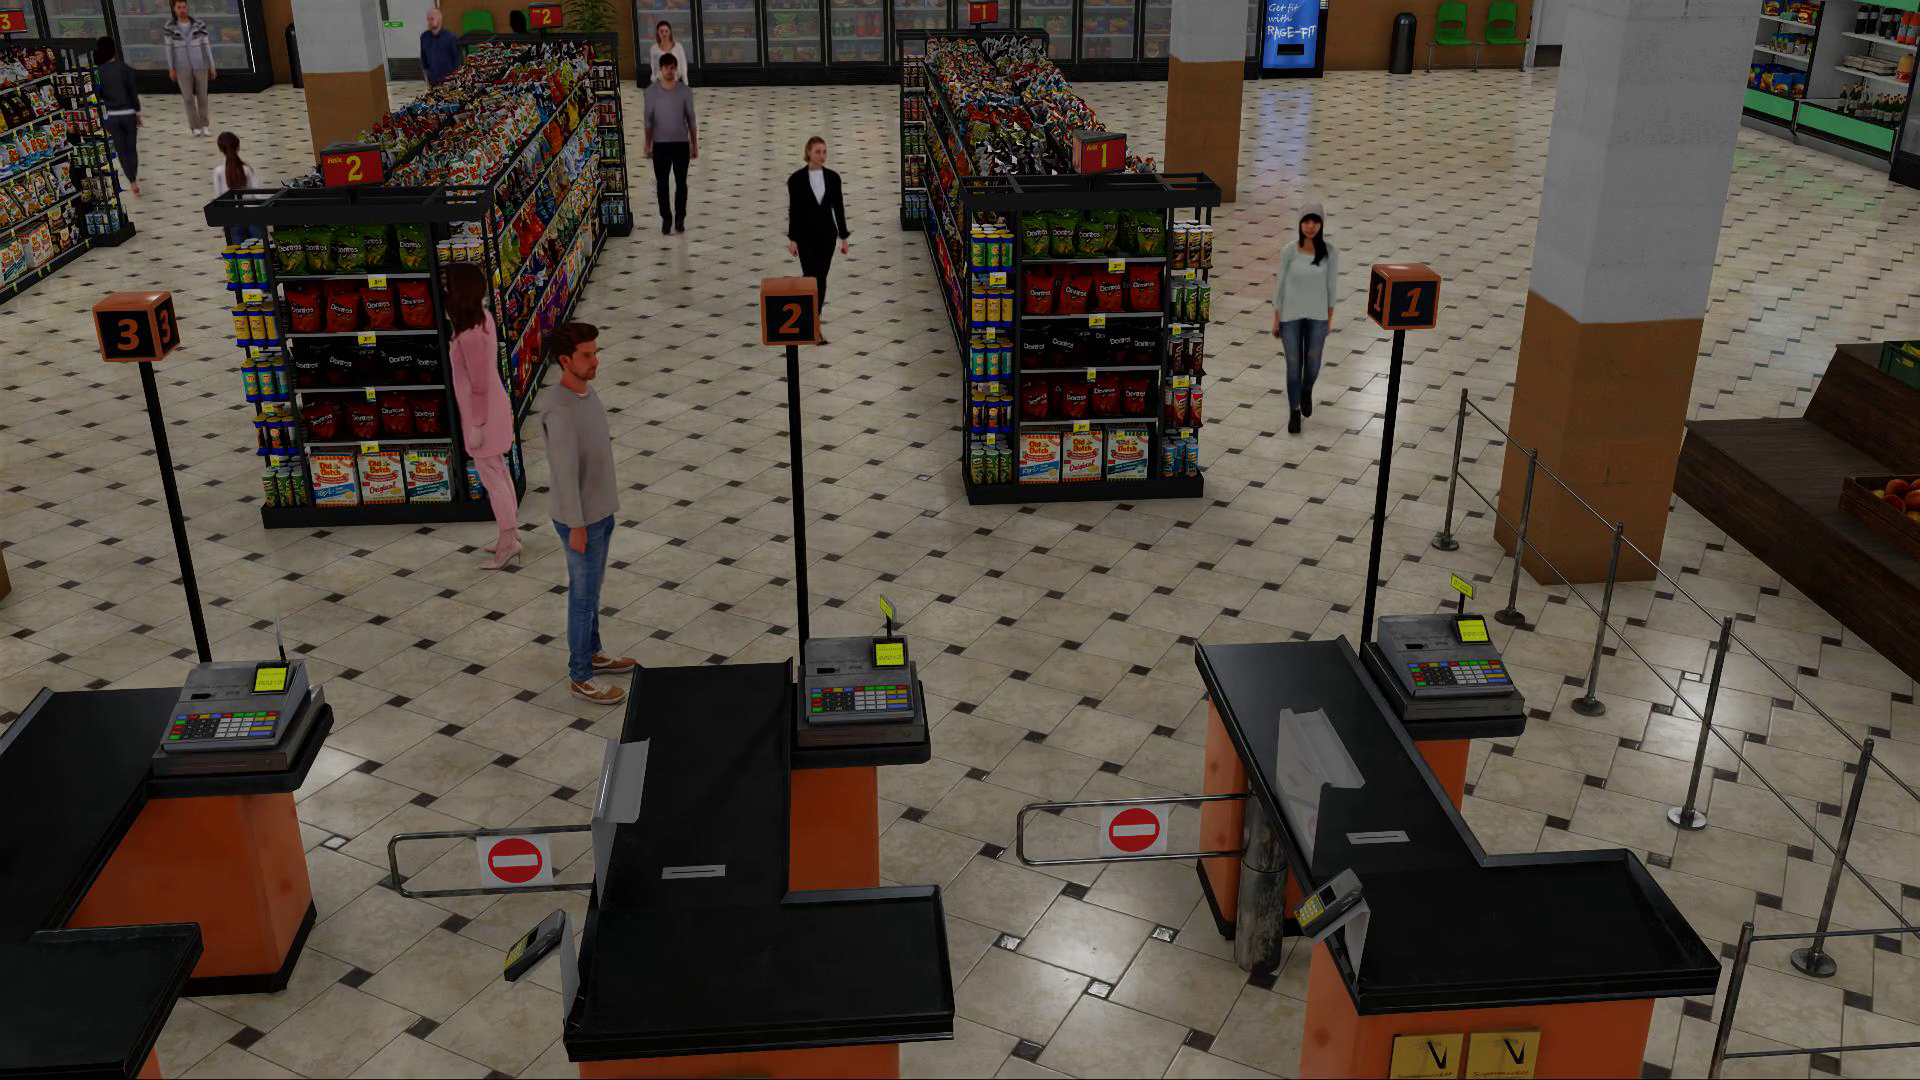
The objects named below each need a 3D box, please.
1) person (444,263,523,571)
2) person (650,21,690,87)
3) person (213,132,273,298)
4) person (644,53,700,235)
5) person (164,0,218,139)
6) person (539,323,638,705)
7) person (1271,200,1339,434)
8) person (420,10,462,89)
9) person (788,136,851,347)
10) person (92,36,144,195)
[{"bbox_3d":[-2.708,-0.703,9.506,0.659,1.801,0.442,-2,24,-4],"label":"person"},{"bbox_3d":[-3.693,-5.735,21.190,0.736,1.653,1.146,-6,24,-14],"label":"person"},{"bbox_3d":[-6.262,-2.753,14.525,0.661,1.534,0.788,-12,26,-26],"label":"person"},{"bbox_3d":[-3.007,-4.118,17.281,0.729,1.824,0.696,-5,24,-10],"label":"person"},{"bbox_3d":[-10.362,-6.363,22.402,0.985,1.833,1.144,-14,27,-28],"label":"person"},{"bbox_3d":[-1.837,-0.142,8.099,0.750,1.902,0.524,0,24,1],"label":"person"},{"bbox_3d":[2.414,-1.580,11.719,0.675,1.634,0.758,4,24,10],"label":"person"},{"bbox_3d":[-6.520,-5.793,21.134,0.926,1.806,1.110,6,24,13],"label":"person"},{"bbox_3d":[-1.201,-2.465,13.676,0.801,1.686,0.942,-9,25,-20],"label":"person"},{"bbox_3d":[-9.567,-4.801,18.961,1.001,1.729,1.208,-16,28,-32],"label":"person"}]
